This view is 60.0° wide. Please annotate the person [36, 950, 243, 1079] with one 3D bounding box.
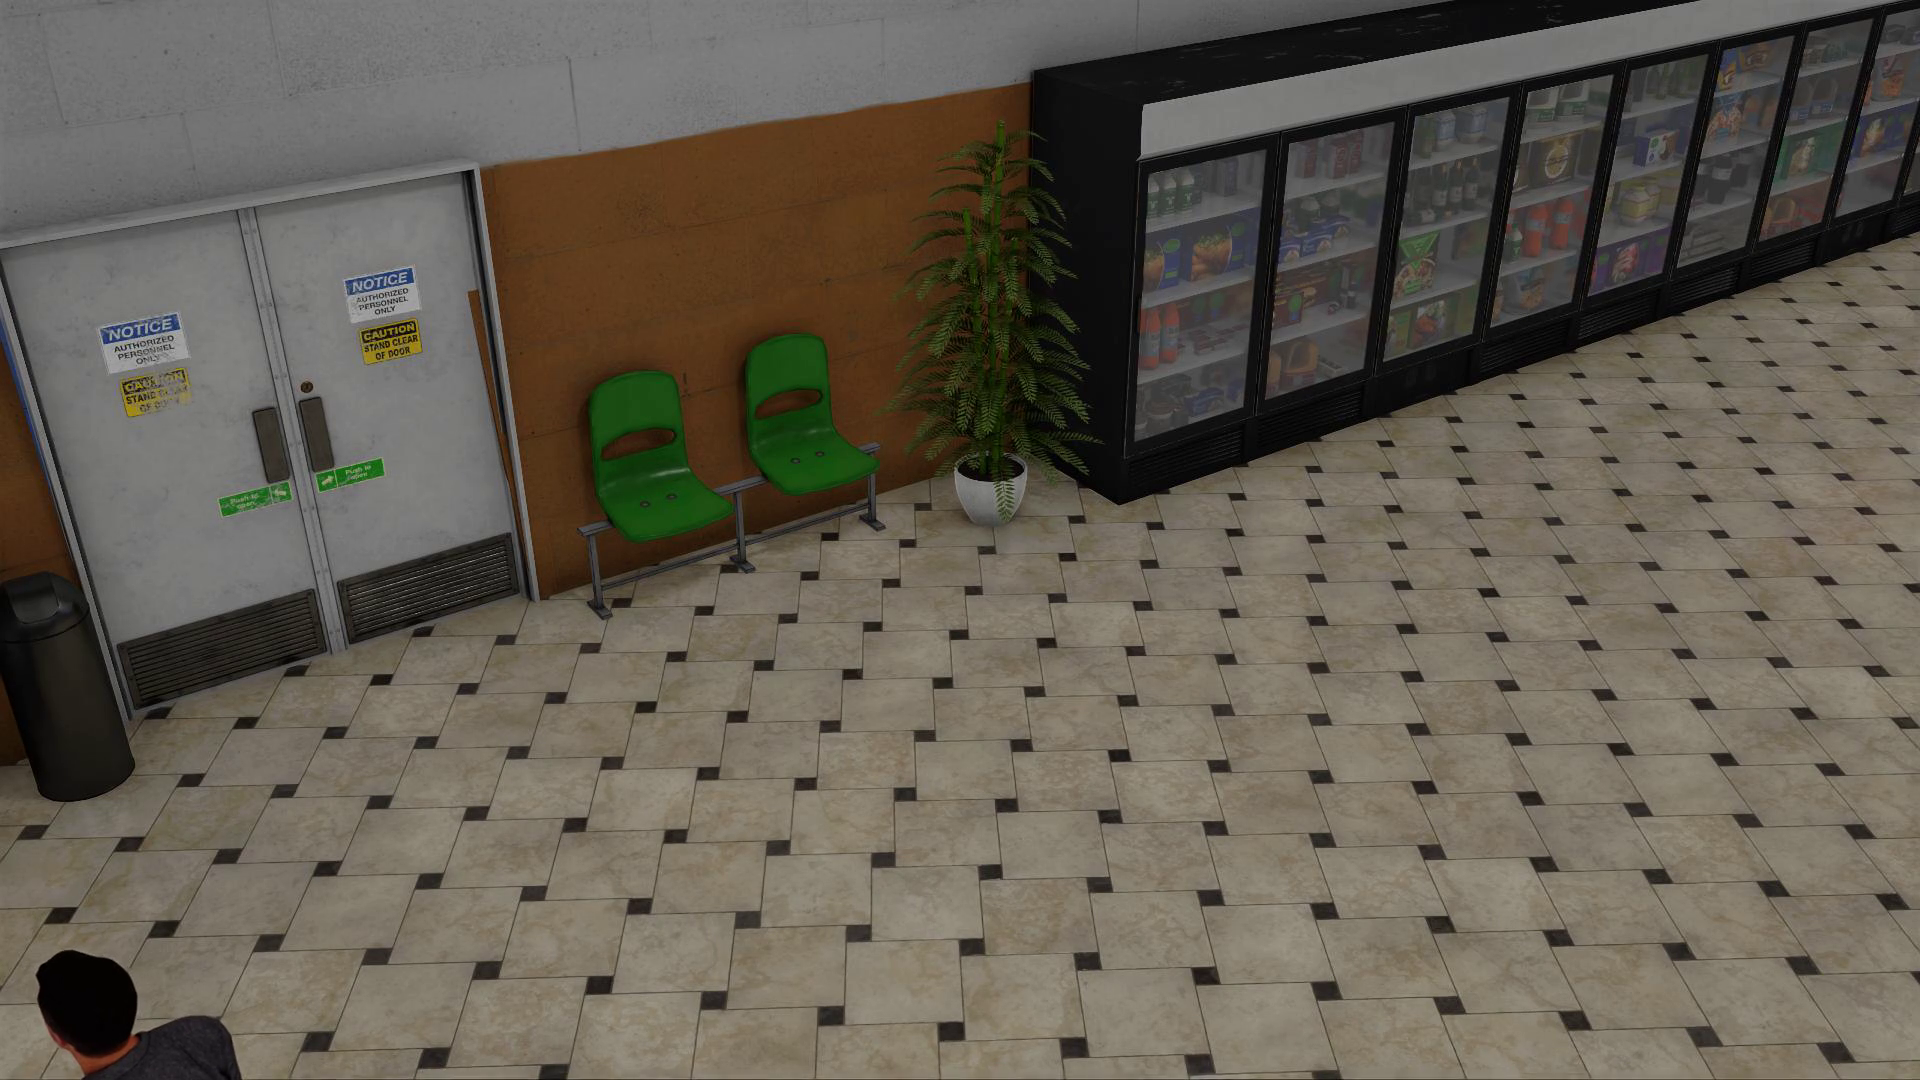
[{"bbox_3d":[-1.890,1.741,4.041,0.791,1.872,0.778,11,30,19],"label":"person"}]
